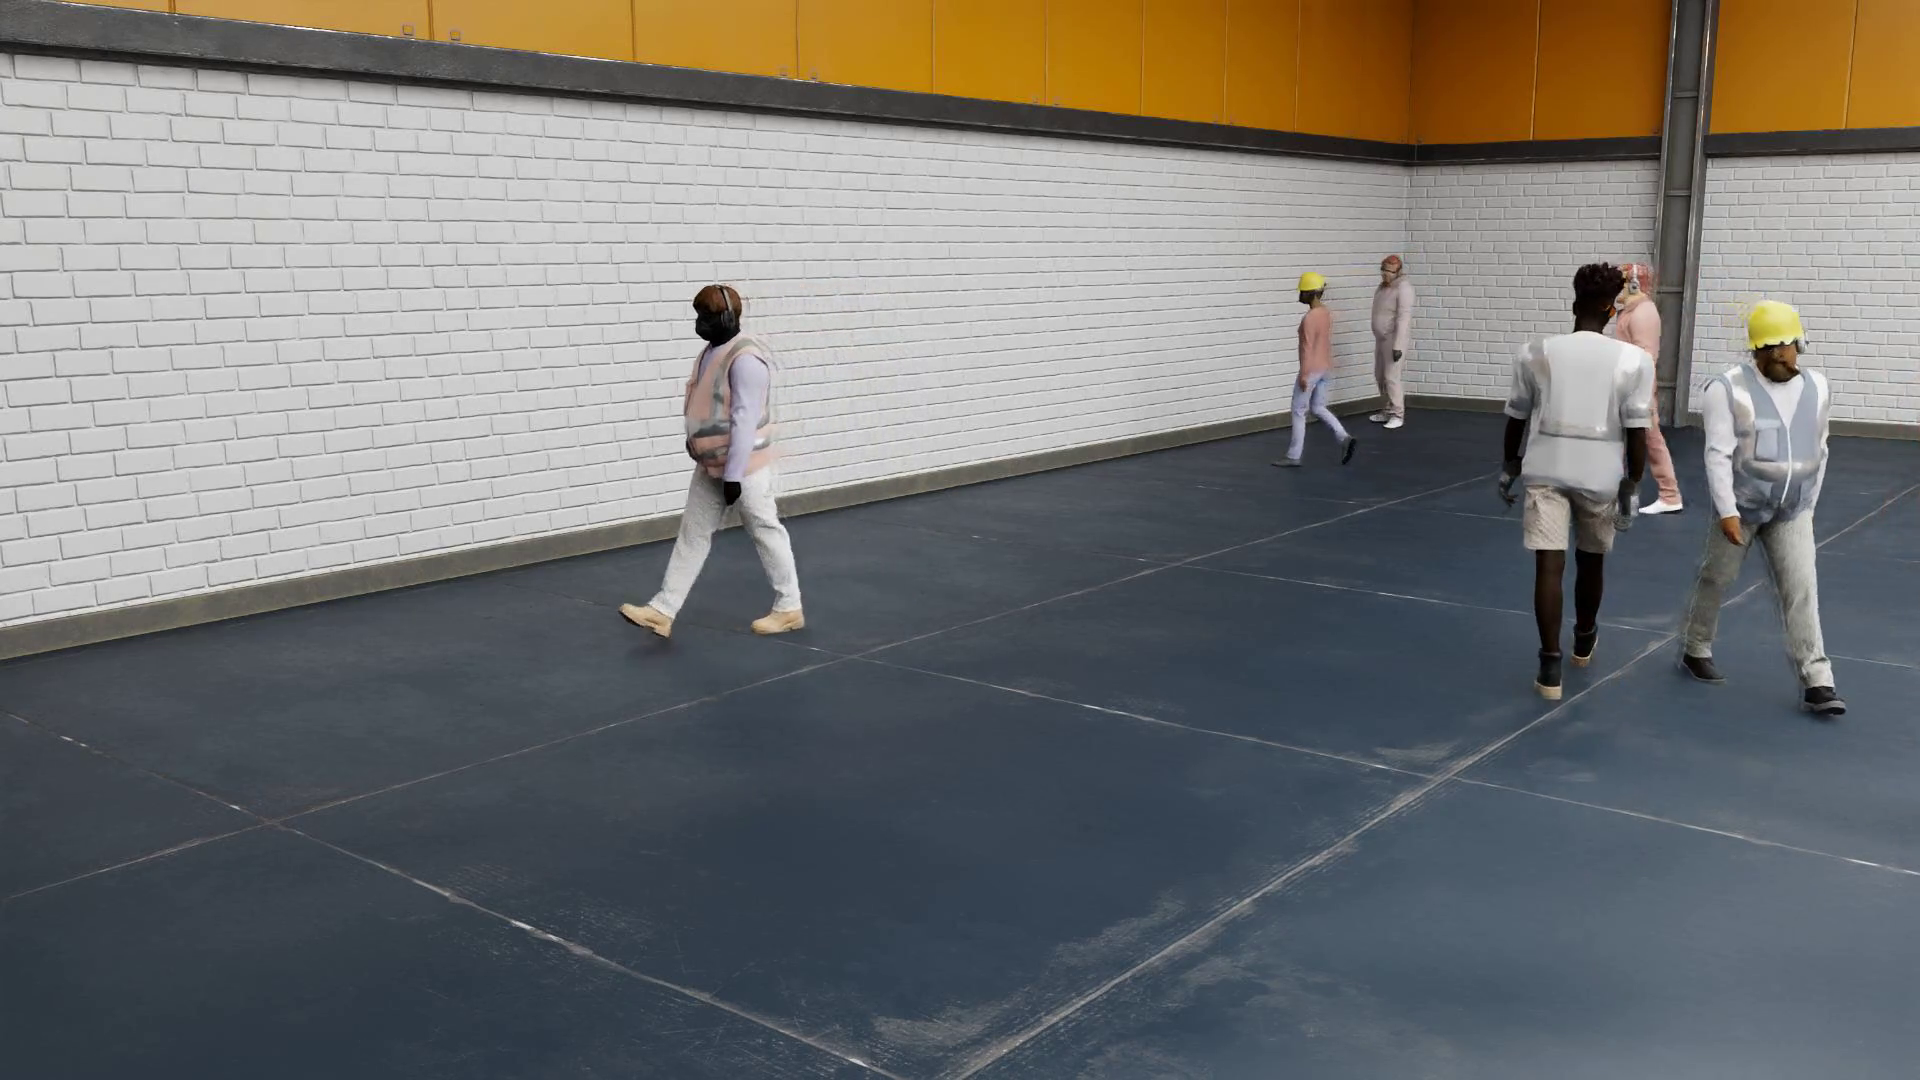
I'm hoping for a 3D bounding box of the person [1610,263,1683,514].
[{"bbox_3d":[4.897,-1.104,12.277,1.011,1.853,0.644,5,11,25],"label":"person"}]

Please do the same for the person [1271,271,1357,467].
[{"bbox_3d":[3.159,-1.502,14.750,0.667,1.748,0.558,7,13,35],"label":"person"}]

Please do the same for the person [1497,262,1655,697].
[{"bbox_3d":[2.794,-0.298,7.607,0.641,1.911,0.972,4,11,20],"label":"person"}]

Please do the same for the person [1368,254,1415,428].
[{"bbox_3d":[4.649,-2.136,17.947,0.473,1.870,0.725,-2,10,-12],"label":"person"}]

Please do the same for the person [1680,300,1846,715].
[{"bbox_3d":[3.523,-0.159,7.293,0.589,1.770,0.936,0,10,-1],"label":"person"}]

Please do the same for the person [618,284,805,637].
[{"bbox_3d":[-1.221,-0.374,8.374,0.992,1.791,0.645,-6,12,-31],"label":"person"}]
